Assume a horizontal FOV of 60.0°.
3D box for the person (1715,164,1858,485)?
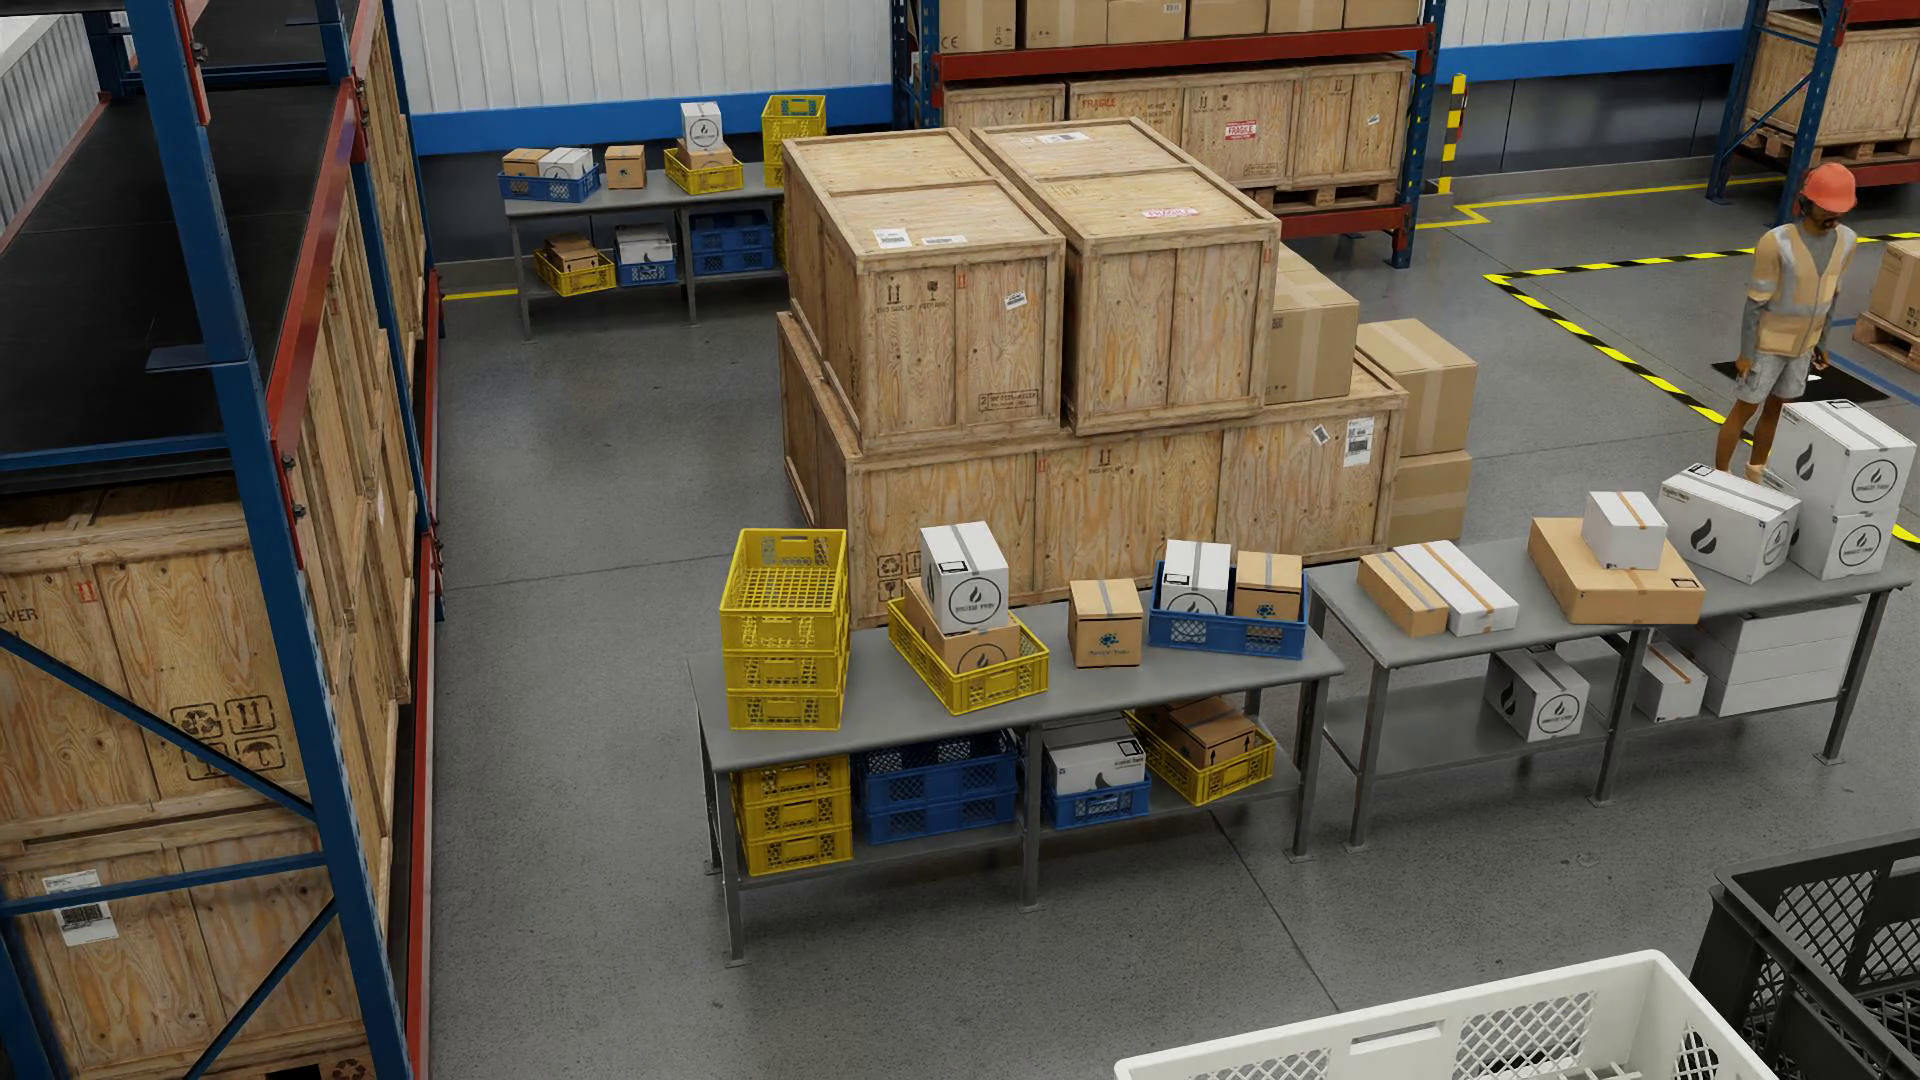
[{"bbox_3d":[4.618,-1.097,9.275,0.607,2.039,0.391,-7,30,-13],"label":"person"}]
